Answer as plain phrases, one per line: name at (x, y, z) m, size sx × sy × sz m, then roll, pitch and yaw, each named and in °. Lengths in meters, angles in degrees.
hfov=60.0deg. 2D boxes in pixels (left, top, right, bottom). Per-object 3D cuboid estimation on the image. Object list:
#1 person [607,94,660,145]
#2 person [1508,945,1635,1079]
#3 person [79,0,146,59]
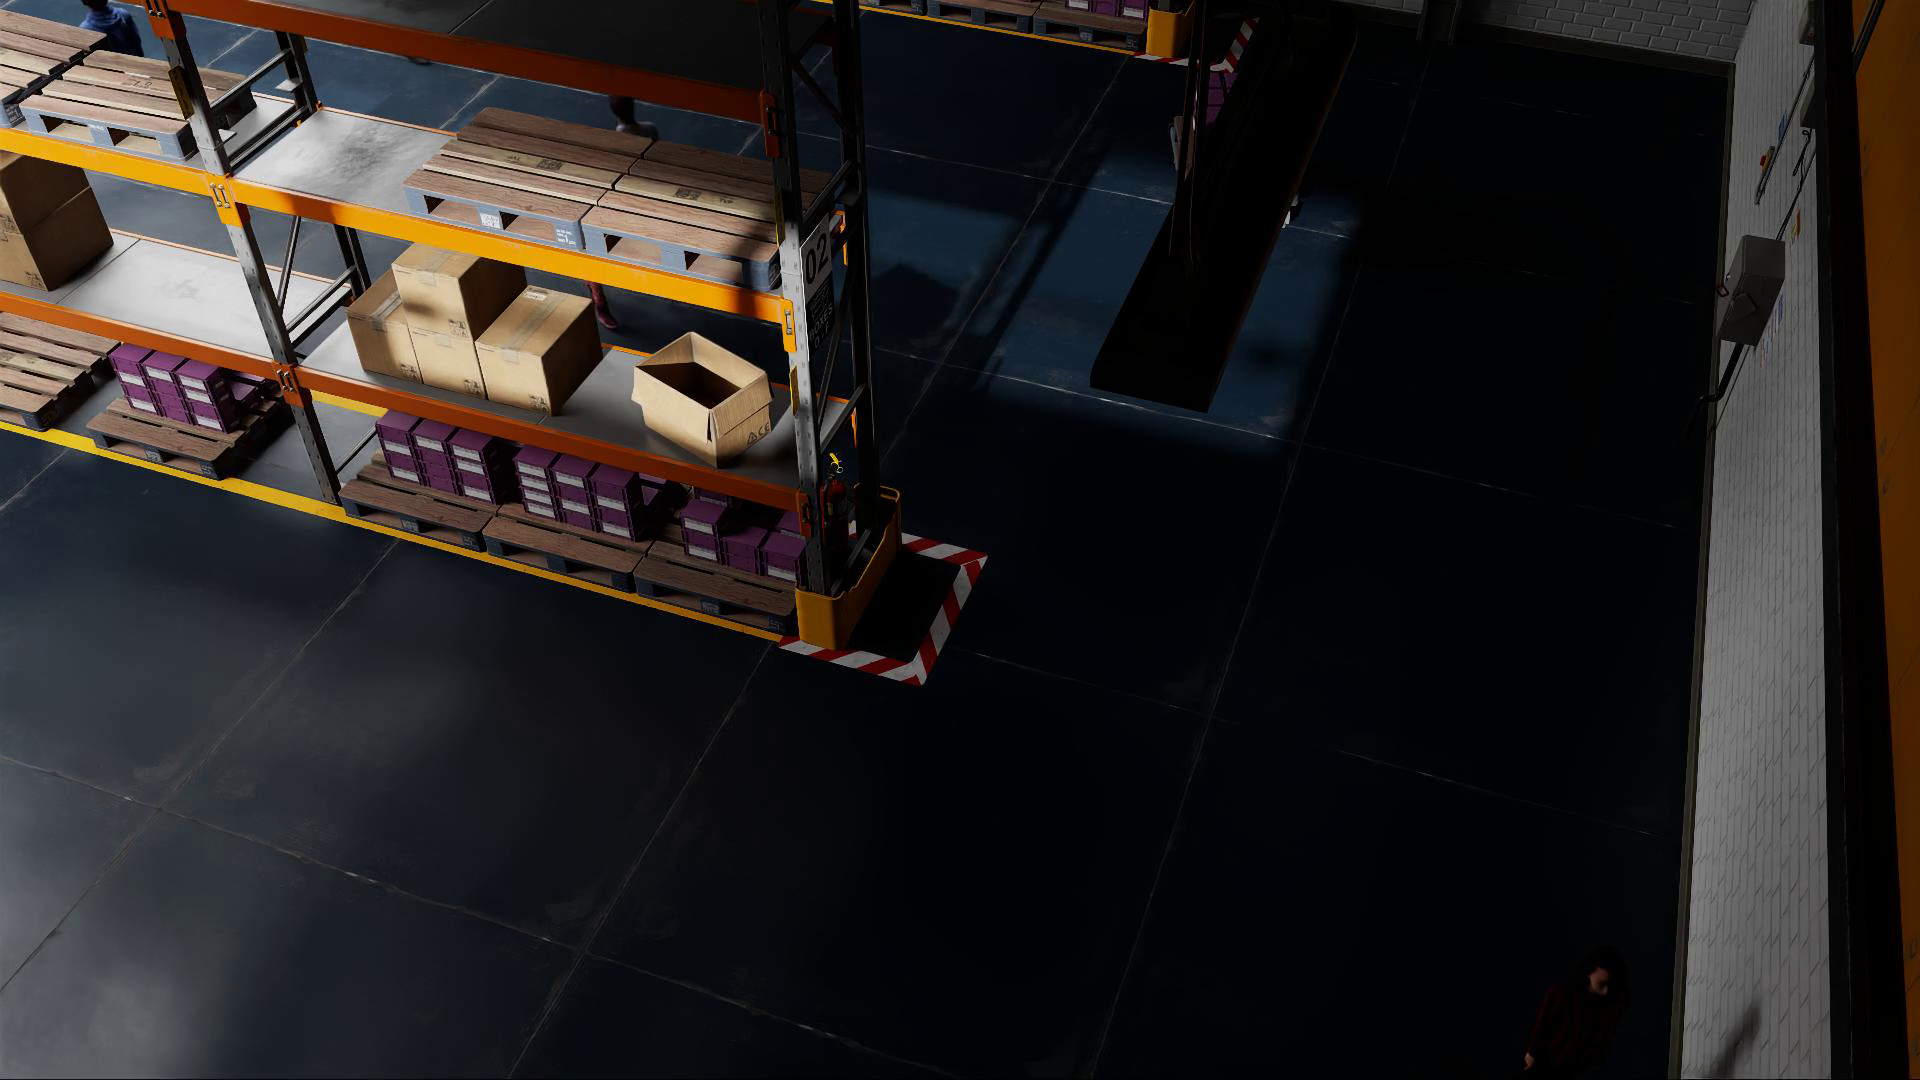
person at (-2.618, -2.831, 13.831) m, size 0.958 × 1.829 × 1.046 m, roll -26°, pitch 49°, yaw -25°
person at (3.020, 2.518, 8.340) m, size 0.583 × 1.658 × 0.717 m, roll -2°, pitch 44°, yaw -2°
person at (-7.767, -4.356, 15.444) m, size 0.710 × 1.811 × 0.747 m, roll 32°, pitch 52°, yaw 29°
